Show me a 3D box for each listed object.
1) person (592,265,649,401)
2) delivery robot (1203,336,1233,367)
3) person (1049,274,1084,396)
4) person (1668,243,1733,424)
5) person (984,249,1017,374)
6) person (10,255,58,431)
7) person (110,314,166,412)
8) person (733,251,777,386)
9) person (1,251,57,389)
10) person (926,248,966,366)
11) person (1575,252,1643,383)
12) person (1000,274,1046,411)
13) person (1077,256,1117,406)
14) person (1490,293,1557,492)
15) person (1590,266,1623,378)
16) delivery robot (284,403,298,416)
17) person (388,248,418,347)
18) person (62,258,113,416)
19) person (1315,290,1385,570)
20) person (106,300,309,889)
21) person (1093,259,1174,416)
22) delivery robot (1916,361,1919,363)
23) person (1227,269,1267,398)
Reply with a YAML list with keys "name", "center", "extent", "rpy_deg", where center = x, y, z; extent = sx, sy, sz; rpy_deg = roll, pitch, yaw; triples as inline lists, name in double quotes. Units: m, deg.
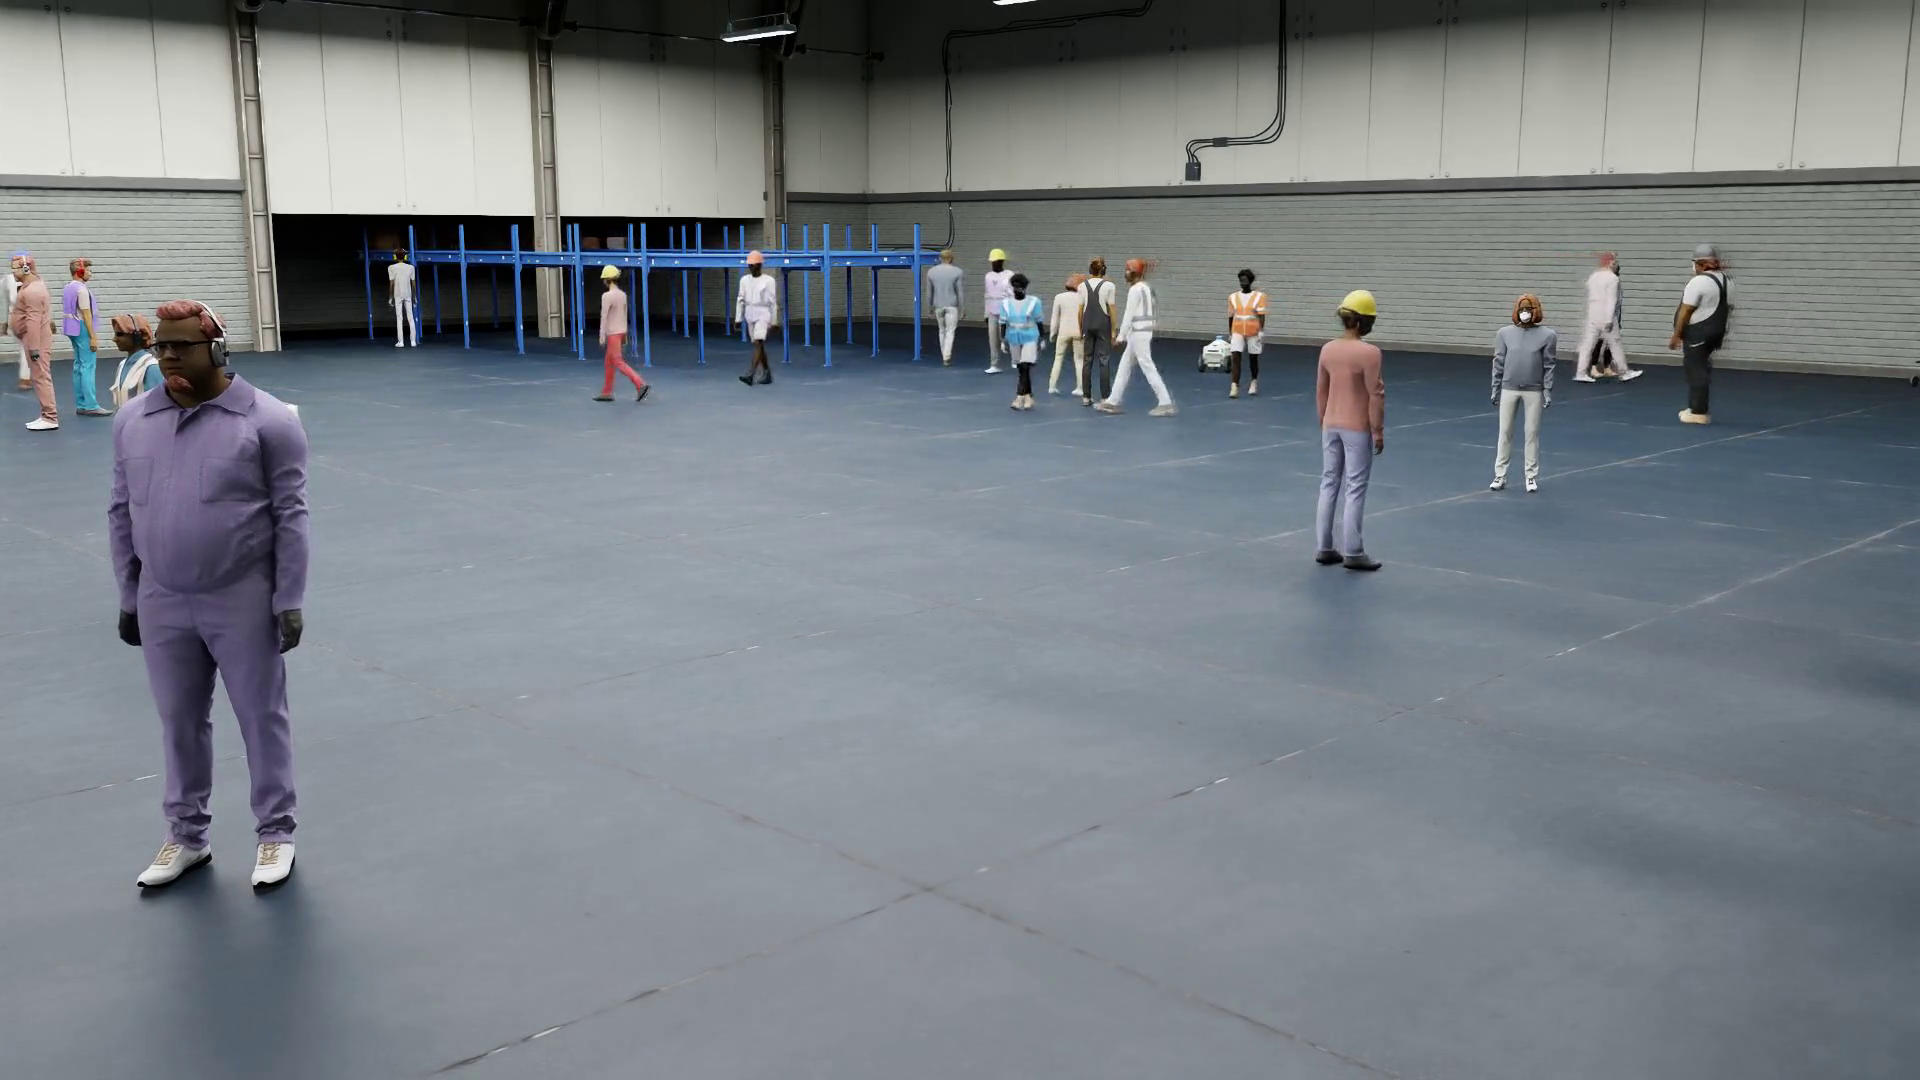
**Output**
- name: "person"
  center: [-4.344, -2.625, 21.170]
  extent: [0.805, 1.736, 0.531]
  rpy_deg: [3, 11, 15]
- name: "delivery robot"
  center: [4.048, -2.945, 26.000]
  extent: [0.477, 0.478, 0.707]
  rpy_deg: [4, 11, 23]
- name: "person"
  center: [1.487, -2.732, 22.130]
  extent: [0.583, 1.600, 0.341]
  rpy_deg: [1, 10, 7]
- name: "person"
  center: [8.322, -2.334, 18.870]
  extent: [0.694, 2.000, 0.638]
  rpy_deg: [-8, 13, -39]
- name: "person"
  center: [0.639, -3.519, 25.573]
  extent: [0.599, 1.906, 0.588]
  rpy_deg: [8, 13, 38]
- name: "person"
  center: [-10.153, -2.159, 18.208]
  extent: [0.401, 1.899, 0.636]
  rpy_deg: [-5, 11, -25]
- name: "person"
  center: [-5.059, -0.586, 10.346]
  extent: [0.519, 1.633, 0.311]
  rpy_deg: [9, 14, 42]
- name: "person"
  center: [-2.898, -3.123, 23.484]
  extent: [0.555, 1.881, 1.004]
  rpy_deg: [5, 12, 27]
- name: "person"
  center: [-12.964, -3.069, 23.175]
  extent: [0.649, 1.888, 1.029]
  rpy_deg: [0, 10, 0]
- name: "person"
  center: [-0.185, -3.830, 27.285]
  extent: [0.653, 1.902, 0.661]
  rpy_deg: [3, 11, 17]
- name: "person"
  center: [9.319, -3.180, 23.851]
  extent: [0.975, 1.853, 0.676]
  rpy_deg: [-2, 11, -11]
- name: "person"
  center: [0.726, -2.362, 19.963]
  extent: [0.539, 1.637, 0.832]
  rpy_deg: [5, 12, 26]
- name: "person"
  center: [1.712, -2.603, 20.752]
  extent: [0.506, 1.847, 0.343]
  rpy_deg: [5, 11, 24]
- name: "person"
  center: [4.675, -1.228, 13.834]
  extent: [0.500, 1.633, 0.285]
  rpy_deg: [5, 11, 24]
- name: "person"
  center: [9.664, -3.272, 24.830]
  extent: [0.530, 1.689, 0.322]
  rpy_deg: [-5, 12, -27]
- name: "delivery robot"
  center: [-7.025, -1.233, 16.667]
  extent: [0.707, 0.478, 0.477]
  rpy_deg: [-9, 14, -41]
- name: "person"
  center: [-10.614, -4.617, 31.671]
  extent: [0.532, 1.869, 0.310]
  rpy_deg: [-6, 12, -29]
- name: "person"
  center: [-10.329, -2.385, 19.578]
  extent: [0.566, 1.841, 0.390]
  rpy_deg: [10, 14, 42]
- name: "person"
  center: [2.507, -0.704, 10.621]
  extent: [0.331, 1.765, 0.533]
  rpy_deg: [-7, 12, -32]
- name: "person"
  center: [-2.436, 0.184, 5.391]
  extent: [0.639, 1.908, 0.409]
  rpy_deg: [0, 10, 1]
- name: "person"
  center: [2.094, -2.384, 19.620]
  extent: [1.004, 1.837, 0.593]
  rpy_deg: [3, 11, 14]
- name: "delivery robot"
  center: [13.855, -2.619, 23.514]
  extent: [0.698, 0.223, 0.335]
  rpy_deg: [-4, 11, -22]
- name: "person"
  center: [3.772, -2.731, 21.914]
  extent: [0.536, 1.671, 0.730]
  rpy_deg: [4, 11, 21]
